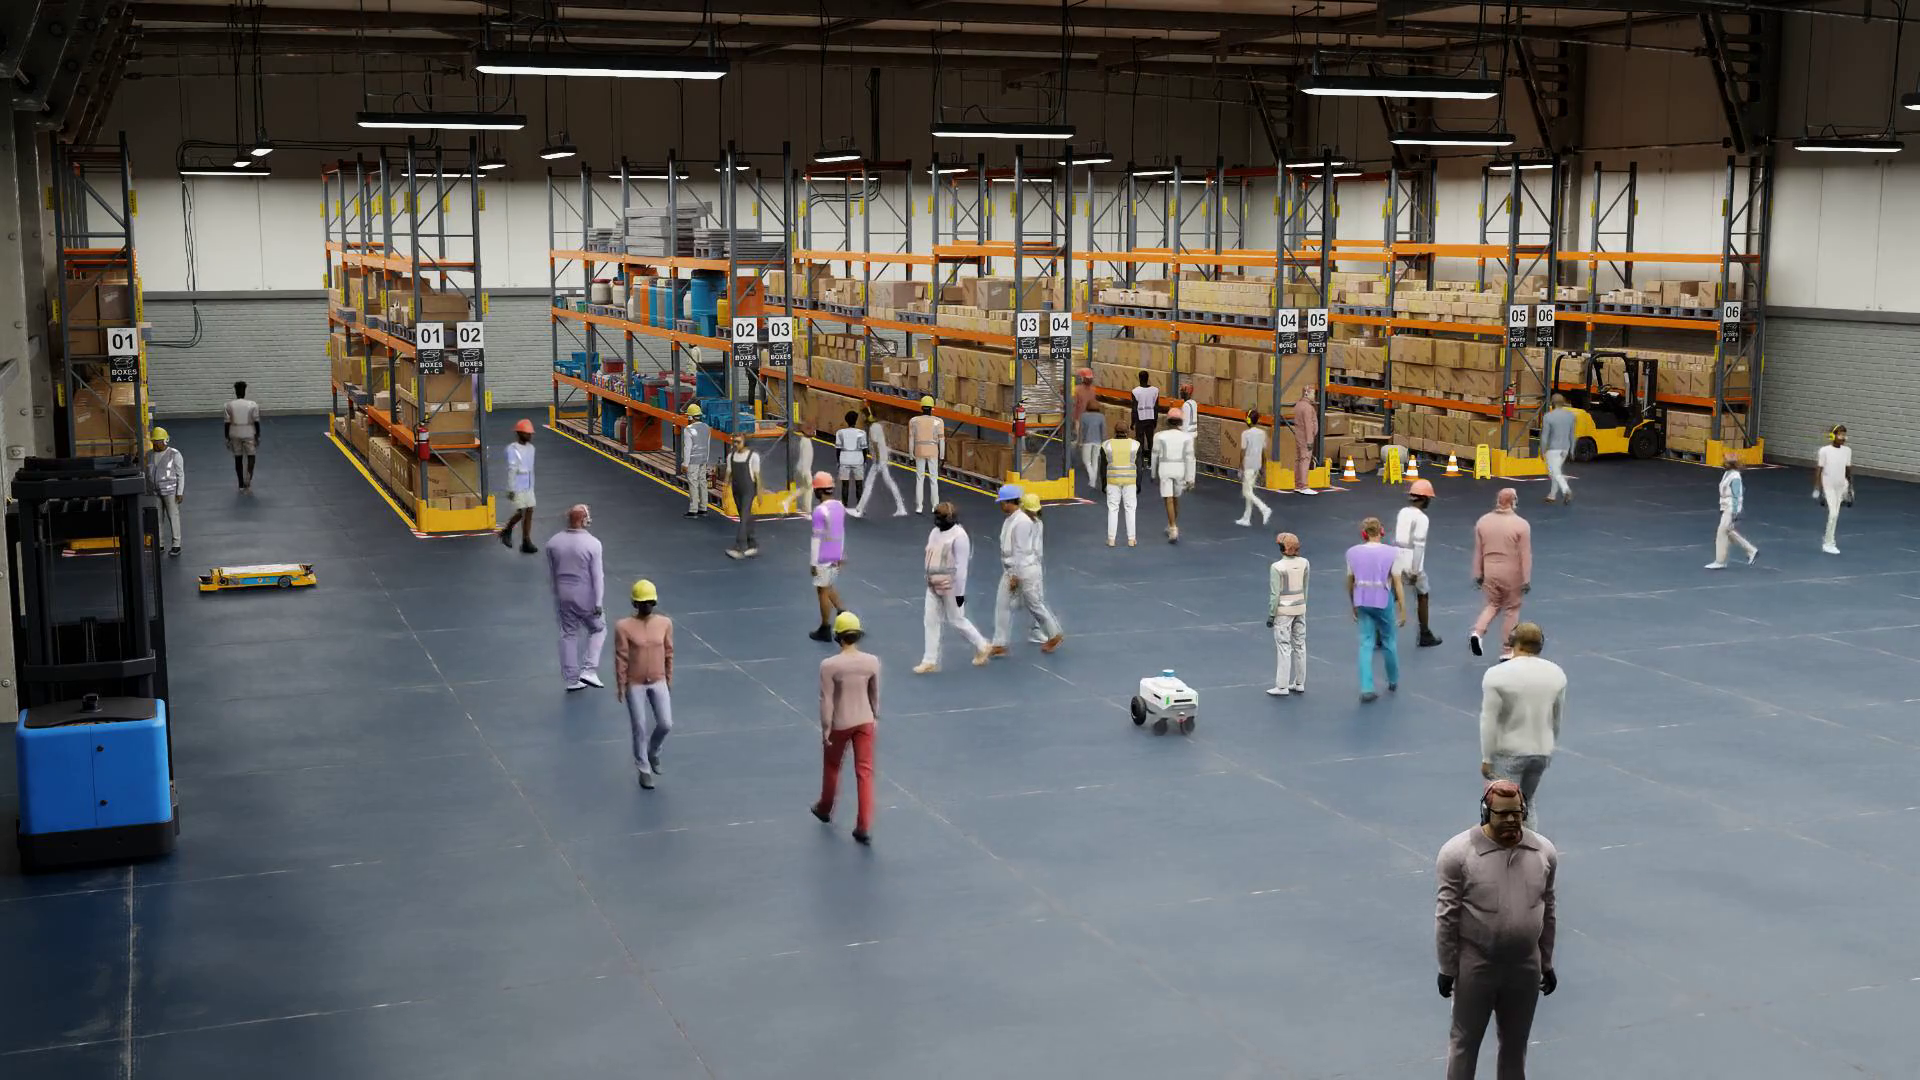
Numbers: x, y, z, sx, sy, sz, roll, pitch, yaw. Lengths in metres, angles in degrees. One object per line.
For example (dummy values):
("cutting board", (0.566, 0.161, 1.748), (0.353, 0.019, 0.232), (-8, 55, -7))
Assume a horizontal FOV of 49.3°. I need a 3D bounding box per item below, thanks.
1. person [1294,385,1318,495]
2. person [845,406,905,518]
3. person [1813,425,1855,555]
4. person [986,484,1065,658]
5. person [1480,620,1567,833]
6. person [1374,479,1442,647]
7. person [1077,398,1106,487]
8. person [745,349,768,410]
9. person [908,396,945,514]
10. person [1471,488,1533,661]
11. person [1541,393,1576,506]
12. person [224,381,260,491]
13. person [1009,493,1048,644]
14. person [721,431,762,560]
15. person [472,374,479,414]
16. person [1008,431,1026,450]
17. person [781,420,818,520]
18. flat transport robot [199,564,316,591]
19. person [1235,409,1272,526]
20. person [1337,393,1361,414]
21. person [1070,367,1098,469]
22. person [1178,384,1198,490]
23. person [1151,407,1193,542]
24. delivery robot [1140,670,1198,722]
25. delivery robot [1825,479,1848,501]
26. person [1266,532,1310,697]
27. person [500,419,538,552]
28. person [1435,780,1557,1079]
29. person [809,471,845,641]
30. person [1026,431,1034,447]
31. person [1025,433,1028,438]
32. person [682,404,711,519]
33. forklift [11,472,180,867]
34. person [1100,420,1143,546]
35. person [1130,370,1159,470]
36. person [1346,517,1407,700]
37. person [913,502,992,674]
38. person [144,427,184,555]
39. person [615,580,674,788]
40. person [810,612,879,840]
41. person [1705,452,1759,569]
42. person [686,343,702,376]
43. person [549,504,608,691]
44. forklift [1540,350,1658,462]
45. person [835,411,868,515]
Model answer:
("person", (6.069, -1.755, 36.670), (0.401, 1.904, 0.641), (-1, 9, -7))
("person", (-1.350, -1.248, 33.651), (1.013, 1.797, 0.633), (2, 9, 10))
("person", (12.533, -0.707, 29.856), (0.565, 1.849, 0.659), (-2, 9, -15))
("person", (0.695, 0.326, 22.822), (0.975, 1.901, 0.601), (-4, 9, -24))
("person", (3.976, 1.520, 14.863), (0.636, 1.903, 0.484), (-2, 9, -15))
("person", (4.948, 0.267, 23.271), (0.944, 1.890, 0.534), (-4, 10, -26))
("person", (2.369, -1.734, 37.449), (0.519, 1.618, 0.503), (-2, 9, -13))
("person", (-5.187, -4.345, 53.617), (0.676, 2.000, 0.536), (2, 9, 13))
("person", (-0.542, -1.388, 34.134), (0.595, 1.925, 0.370), (1, 9, 4))
("person", (5.814, 0.379, 22.513), (0.569, 1.888, 0.644), (-8, 12, -44))
("person", (10.039, -1.505, 35.011), (0.636, 1.912, 0.835), (-4, 9, -22))
("person", (-12.705, -1.839, 37.048), (0.624, 1.952, 0.574), (-2, 9, -13))
("person", (0.709, 0.306, 23.531), (0.563, 1.714, 0.517), (7, 11, 40))
("person", (-3.110, -0.620, 29.429), (0.521, 1.795, 0.986), (4, 10, 26))
("person", (-10.313, -2.830, 43.844), (0.631, 1.911, 0.947), (-4, 10, -27))
("person", (1.190, -2.635, 42.391), (0.616, 1.942, 0.408), (7, 11, 39))
("person", (-2.526, -1.106, 33.303), (0.577, 1.608, 0.551), (-1, 9, -5))
("flat transport robot", (-9.181, 0.476, 27.349), (1.431, 0.197, 0.652), (-3, 9, -21))
("person", (4.574, -1.117, 32.602), (0.529, 1.847, 0.720), (-7, 11, -40))
("person", (8.930, -3.353, 48.045), (0.539, 1.687, 0.402), (-3, 9, -19))
("person", (2.379, -2.352, 40.425), (0.616, 1.977, 0.599), (-5, 10, -32))
("person", (4.045, -1.839, 37.292), (0.355, 1.883, 0.573), (3, 9, 22))
("person", (3.187, -0.985, 31.281), (0.605, 1.992, 1.076), (-1, 9, -9))
("delivery robot", (1.949, 1.456, 19.564), (0.477, 0.478, 0.707), (-3, 9, -17))
("delivery robot", (14.781, -0.903, 35.288), (0.477, 0.478, 0.707), (3, 9, 22))
("person", (3.277, 0.739, 20.904), (0.512, 1.642, 0.312), (-6, 10, -35))
("person", (-6.319, -0.781, 30.107), (0.516, 1.923, 0.572), (5, 10, 31))
("person", (2.731, 2.149, 10.628), (0.651, 1.907, 0.409), (-1, 9, -9))
("person", (-1.516, 0.182, 23.664), (0.422, 1.927, 0.564), (5, 10, 29))
("person", (1.286, -2.840, 44.032), (0.593, 1.866, 0.680), (-4, 10, -27))
("person", (1.415, -3.267, 46.493), (0.634, 1.978, 0.667), (-3, 9, -17))
("person", (-4.262, -1.271, 33.675), (0.404, 1.832, 0.595), (5, 10, 31))
("forklift", (-6.630, 0.886, 15.957), (1.129, 2.768, 1.873), (-3, 9, -21))
("person", (2.366, -0.834, 30.729), (0.627, 1.844, 0.429), (0, 9, 3))
("person", (3.548, -2.299, 40.249), (0.593, 1.917, 0.392), (-4, 9, -25))
("person", (4.189, 0.668, 20.896), (0.655, 1.783, 0.894), (4, 10, 27))
("person", (-0.074, 0.485, 22.025), (0.844, 1.819, 0.627), (-5, 10, -32))
("person", (-11.356, -0.696, 29.838), (0.600, 1.830, 0.403), (2, 9, 12))
("person", (-2.630, 1.194, 17.505), (0.530, 1.755, 0.401), (-4, 9, -25))
("person", (-0.887, 1.403, 16.180), (0.543, 1.718, 0.886), (-4, 10, -26))
("person", (10.571, -0.404, 28.584), (0.633, 1.614, 0.517), (2, 9, 13))
("person", (-6.942, -4.411, 54.606), (0.404, 1.830, 0.600), (1, 9, 4))
("person", (-3.832, 0.584, 21.112), (0.661, 1.890, 0.427), (3, 9, 22))
("forklift", (12.897, -2.725, 42.309), (2.313, 2.155, 1.214), (-3, 9, -21))
("person", (-1.757, -1.245, 33.951), (0.536, 1.696, 0.321), (1, 9, 6))
